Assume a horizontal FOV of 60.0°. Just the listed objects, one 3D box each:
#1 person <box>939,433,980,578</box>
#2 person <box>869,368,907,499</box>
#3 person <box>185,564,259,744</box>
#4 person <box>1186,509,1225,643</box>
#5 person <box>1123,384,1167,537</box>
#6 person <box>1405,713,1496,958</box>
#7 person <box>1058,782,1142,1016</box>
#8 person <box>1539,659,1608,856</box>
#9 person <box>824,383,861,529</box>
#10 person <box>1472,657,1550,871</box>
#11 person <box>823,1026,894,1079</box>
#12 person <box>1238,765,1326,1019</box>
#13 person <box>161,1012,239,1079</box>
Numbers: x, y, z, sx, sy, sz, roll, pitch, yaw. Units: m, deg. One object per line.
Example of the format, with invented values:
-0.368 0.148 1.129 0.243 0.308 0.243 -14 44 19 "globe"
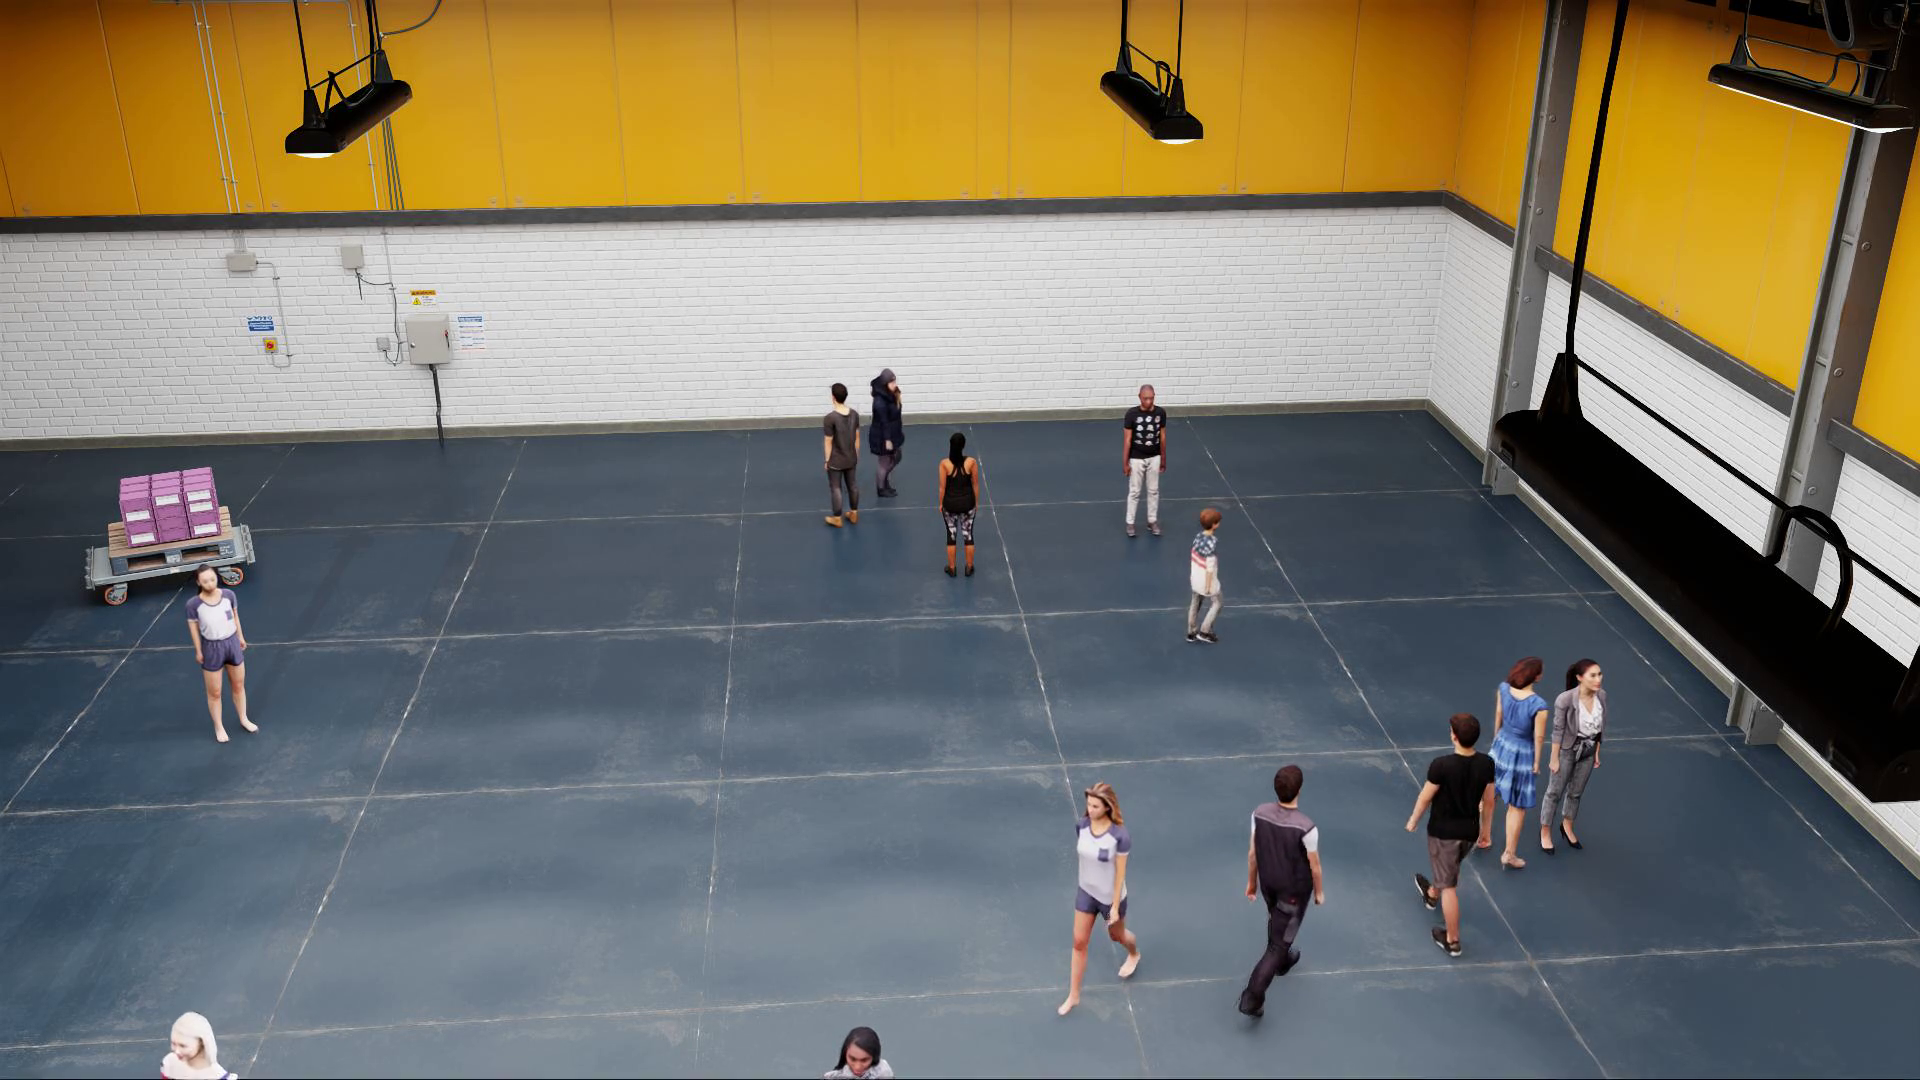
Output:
-0.011 -0.395 17.947 0.580 1.658 0.506 -3 24 -7 "person"
-0.972 -1.271 19.946 0.819 1.664 0.698 4 24 10 "person"
-6.591 0.986 14.799 0.718 1.650 0.672 21 31 39 "person"
2.372 0.369 16.485 0.651 1.430 0.558 -11 26 -24 "person"
2.107 -0.929 18.991 0.675 1.802 0.618 -4 24 -9 "person"
3.585 2.142 11.930 0.801 1.830 1.119 -7 24 -15 "person"
1.039 2.417 11.473 1.031 1.691 1.128 16 28 33 "person"
4.846 1.694 13.144 0.669 1.678 0.661 -7 25 -16 "person"
-1.364 -0.988 19.233 0.701 1.716 0.701 -14 27 -29 "person"
4.299 1.720 12.932 0.833 1.801 0.712 -16 28 -33 "person"
-0.557 3.395 9.197 0.639 1.723 0.594 -7 25 -16 "person"
2.161 2.416 11.323 1.177 1.814 1.191 21 32 40 "person"
-4.098 3.332 9.292 1.040 1.762 1.229 11 26 24 "person"
